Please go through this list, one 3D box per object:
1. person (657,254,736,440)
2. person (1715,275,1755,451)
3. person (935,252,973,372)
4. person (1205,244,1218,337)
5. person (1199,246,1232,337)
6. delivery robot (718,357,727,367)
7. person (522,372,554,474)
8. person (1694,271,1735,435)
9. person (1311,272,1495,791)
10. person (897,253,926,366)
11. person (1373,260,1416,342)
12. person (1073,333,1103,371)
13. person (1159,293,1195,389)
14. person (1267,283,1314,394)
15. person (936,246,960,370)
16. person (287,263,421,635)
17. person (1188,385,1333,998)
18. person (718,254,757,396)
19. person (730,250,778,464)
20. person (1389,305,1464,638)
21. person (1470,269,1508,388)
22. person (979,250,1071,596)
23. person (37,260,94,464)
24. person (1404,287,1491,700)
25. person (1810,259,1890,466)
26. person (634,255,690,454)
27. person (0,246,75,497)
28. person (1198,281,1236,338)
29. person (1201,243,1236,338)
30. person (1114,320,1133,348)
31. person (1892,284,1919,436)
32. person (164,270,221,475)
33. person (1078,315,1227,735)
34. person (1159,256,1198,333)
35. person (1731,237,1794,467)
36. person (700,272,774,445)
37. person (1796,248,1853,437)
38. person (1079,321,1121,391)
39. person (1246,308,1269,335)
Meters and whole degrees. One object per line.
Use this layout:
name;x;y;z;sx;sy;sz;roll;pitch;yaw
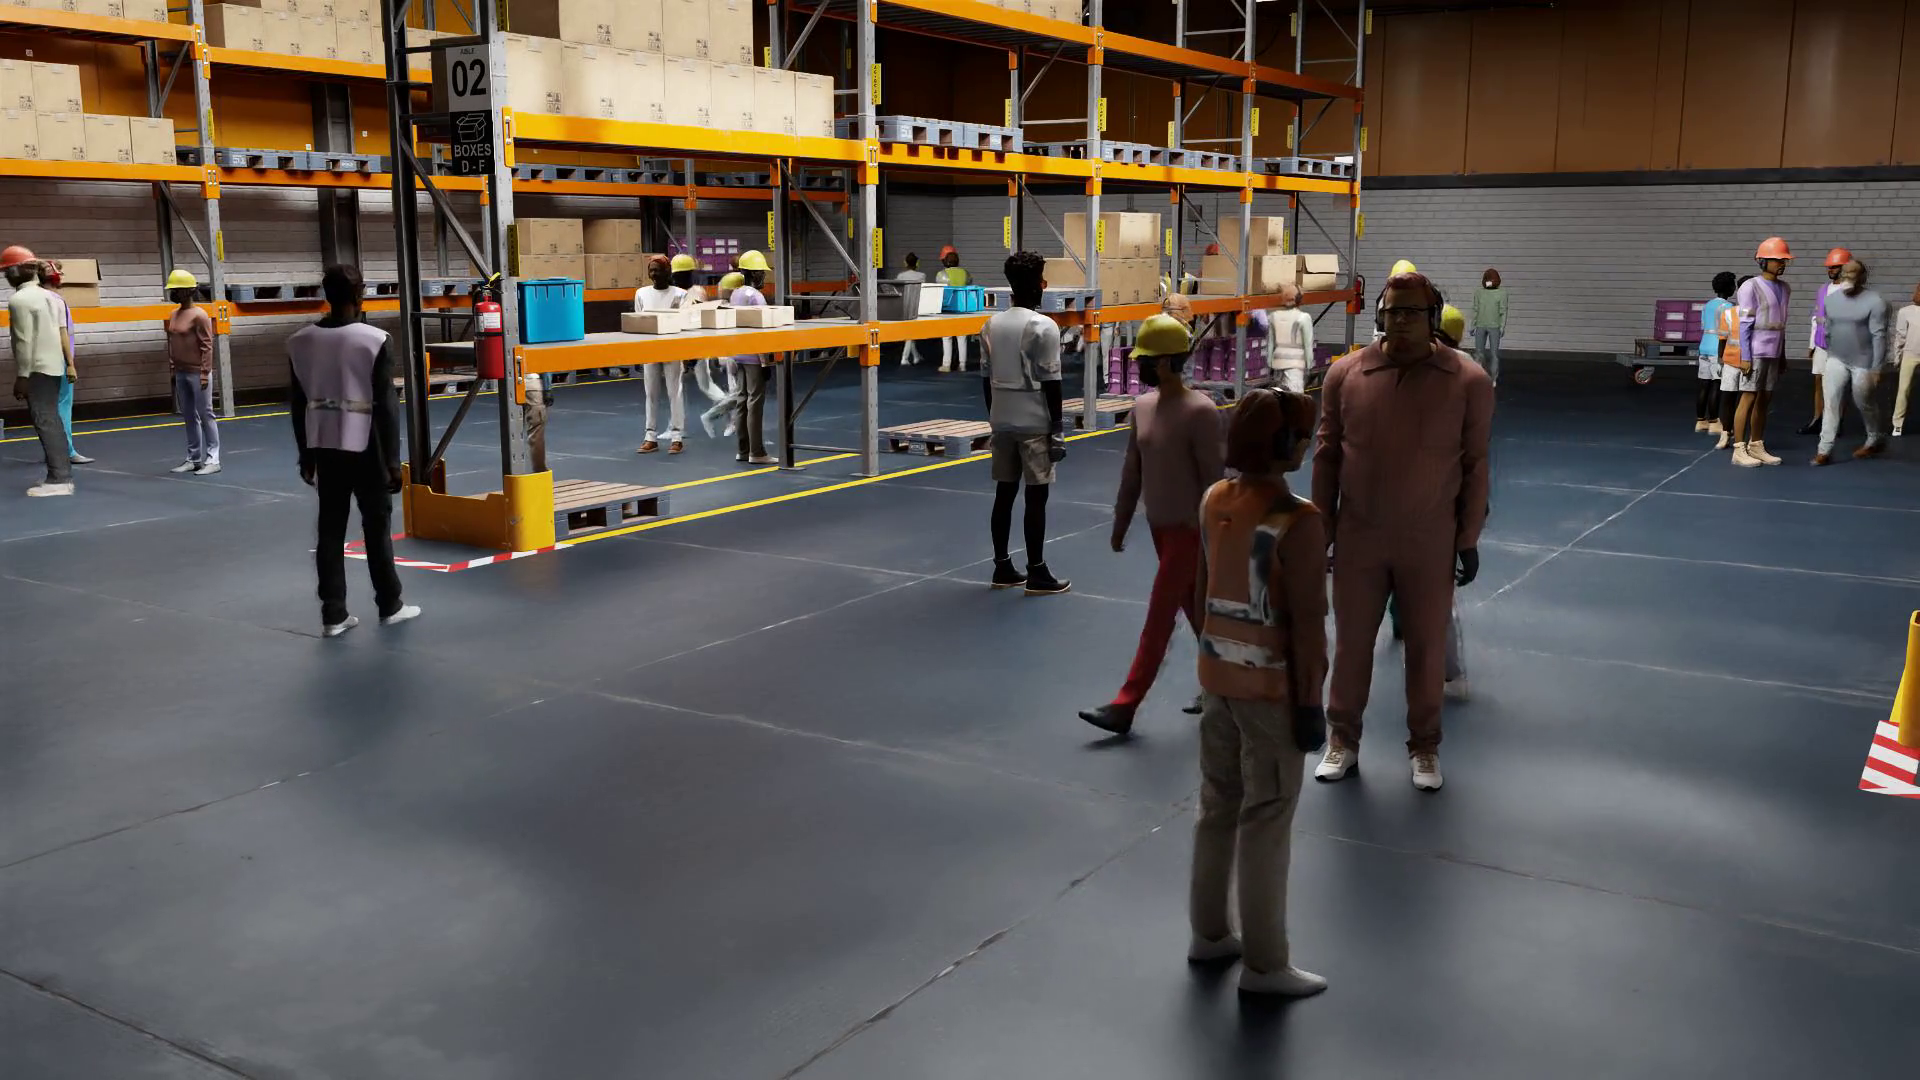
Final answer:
person;-2.669;-1.970;16.976;0.898;1.892;0.590;-8;13;-38
person;7.530;-1.687;15.963;0.538;1.689;0.321;8;13;38
person;-0.116;-3.515;25.664;0.633;1.839;0.429;-5;11;-26
person;4.589;-4.413;30.359;0.547;1.942;0.351;-7;13;-35
person;3.790;-3.390;24.587;0.620;1.973;0.434;9;14;41
delivery robot;-3.244;-2.742;24.680;0.707;0.478;0.477;6;12;28
person;-3.478;-1.194;13.352;0.514;1.642;0.311;5;12;28
person;7.908;-1.945;17.356;0.321;1.697;0.529;0;10;-2
person;1.615;-0.028;6.158;0.643;1.909;0.410;4;11;19
person;-0.784;-3.731;26.955;0.486;1.816;1.027;4;11;21
person;4.111;-1.684;15.537;0.400;1.835;0.589;-10;14;-44
person;2.039;-3.566;25.721;0.620;1.919;0.512;9;13;40
person;1.577;-1.001;12.297;0.280;1.636;0.500;-2;10;-13
person;3.149;-1.667;16.050;0.723;1.612;0.525;-8;13;-37
person;-0.140;-3.605;25.913;0.385;1.929;0.547;-6;12;-31
person;-3.157;-0.469;8.632;0.615;1.915;0.489;2;10;10
person;0.803;0.407;4.491;0.311;1.639;0.521;-5;11;-24
person;-2.830;-2.782;21.594;0.620;1.845;0.430;8;13;36
person;-1.876;-1.650;15.090;0.366;1.927;0.588;-7;12;-33
person;2.269;-0.280;8.100;0.529;1.707;0.922;3;11;16
person;7.264;-2.903;22.877;0.498;1.622;0.280;9;13;40
person;0.376;-0.664;9.515;0.367;1.966;0.607;-9;14;-42
person;-8.178;-1.596;15.014;0.572;1.844;0.376;8;13;38
person;2.075;-0.221;7.426;0.517;1.837;0.618;-6;12;-32
person;8.149;-1.609;15.082;1.057;1.870;0.641;-7;12;-34
person;-2.829;-1.752;15.777;0.573;1.883;0.355;2;10;11
person;-7.347;-1.334;13.242;0.480;1.964;0.660;-1;10;-7
person;3.853;-3.437;25.012;0.640;1.920;0.730;7;12;33
person;3.813;-3.377;24.472;0.612;1.995;0.382;-5;12;-27
person;2.869;-4.236;29.541;0.575;1.883;0.362;-4;11;-20
person;9.877;-1.863;17.112;0.493;1.626;0.283;4;11;23
person;-6.662;-1.443;14.389;0.526;1.768;0.314;6;12;32
person;0.841;-0.066;6.884;0.921;1.711;0.550;-5;12;-28
person;2.987;-3.039;23.064;0.619;1.836;0.430;0;10;2
person;7.213;-1.674;14.901;0.607;2.044;0.377;-6;12;-30
person;-2.194;-1.771;16.366;0.656;1.710;0.499;-1;10;-5
person;8.985;-2.024;17.133;0.354;1.939;0.544;-4;11;-23
person;1.879;-2.918;22.378;0.594;1.832;0.404;1;10;5
person;4.456;-3.465;25.315;0.945;1.871;0.654;1;10;3
